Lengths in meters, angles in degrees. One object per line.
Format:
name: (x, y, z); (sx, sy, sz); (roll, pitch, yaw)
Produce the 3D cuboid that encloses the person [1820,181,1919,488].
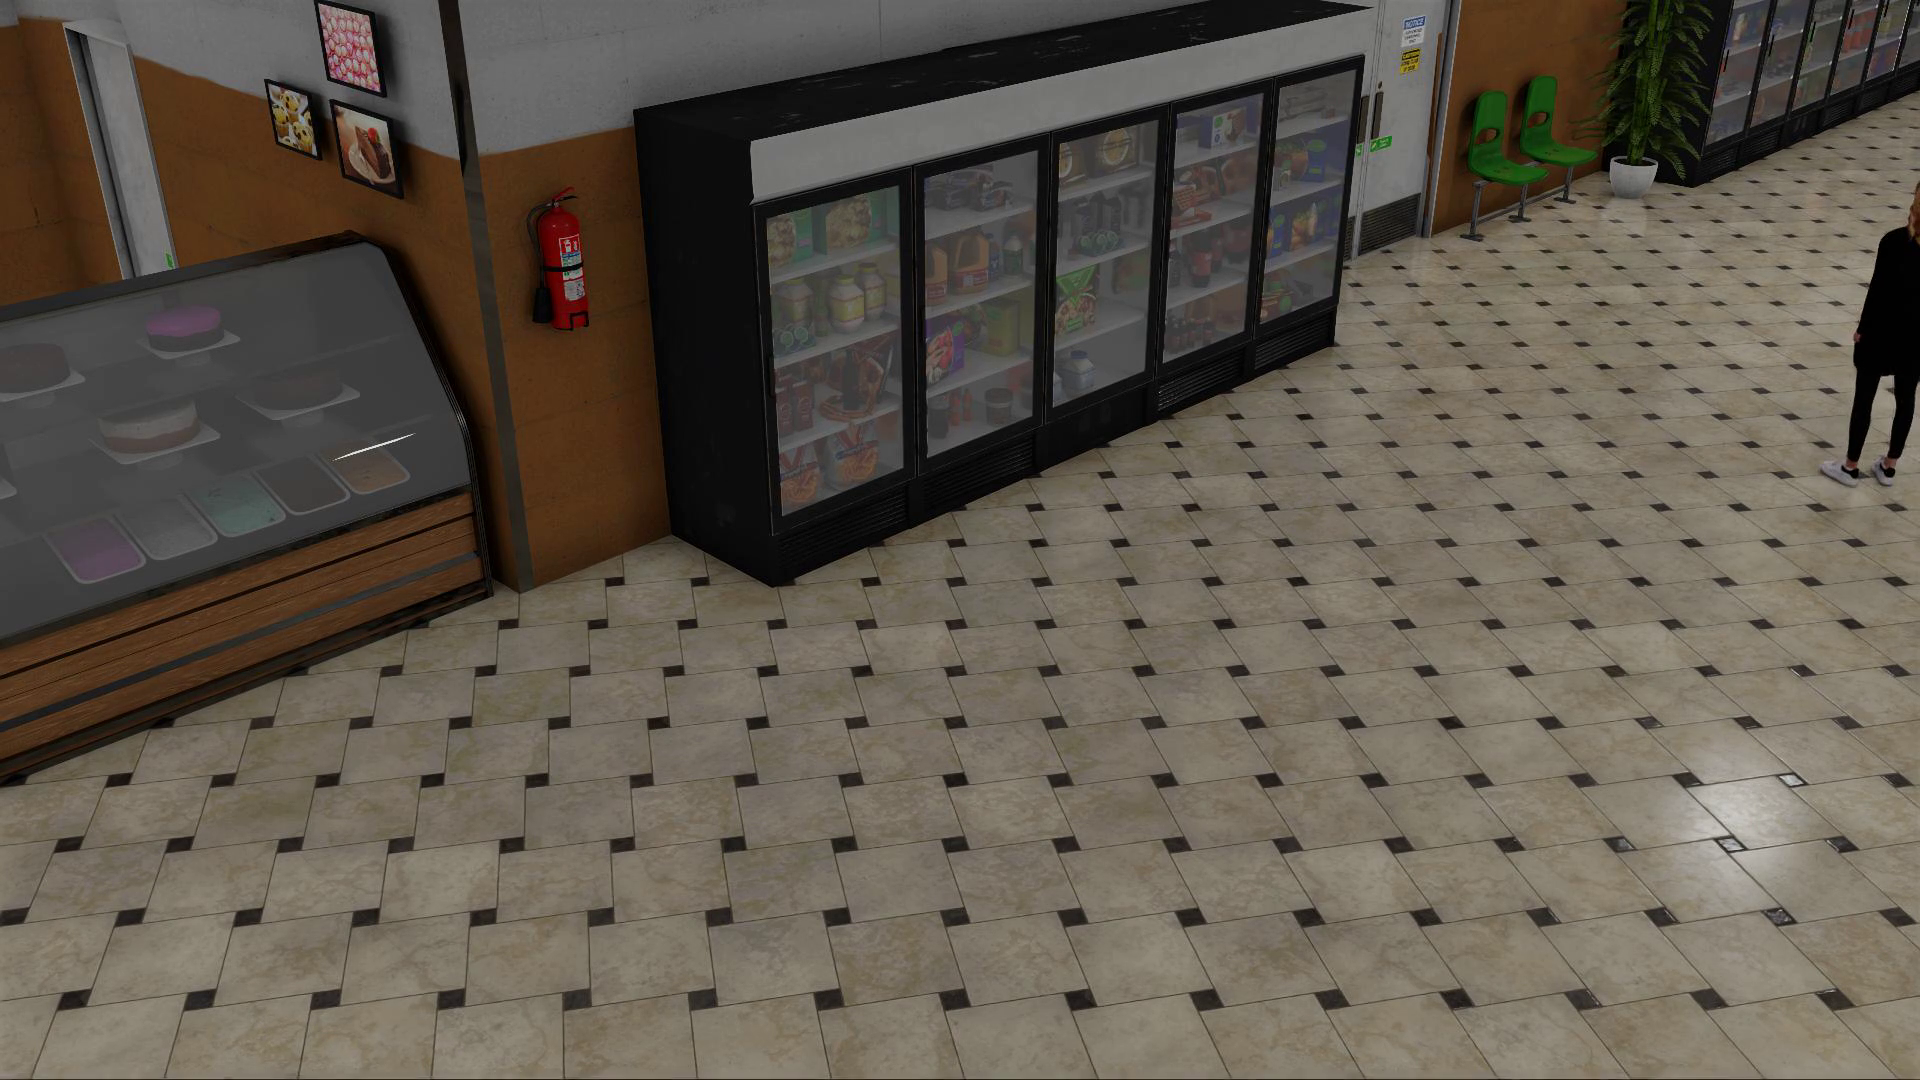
person: (5.257, -1.159, 9.322); (0.667, 1.801, 0.721); (-1, 27, -1)
